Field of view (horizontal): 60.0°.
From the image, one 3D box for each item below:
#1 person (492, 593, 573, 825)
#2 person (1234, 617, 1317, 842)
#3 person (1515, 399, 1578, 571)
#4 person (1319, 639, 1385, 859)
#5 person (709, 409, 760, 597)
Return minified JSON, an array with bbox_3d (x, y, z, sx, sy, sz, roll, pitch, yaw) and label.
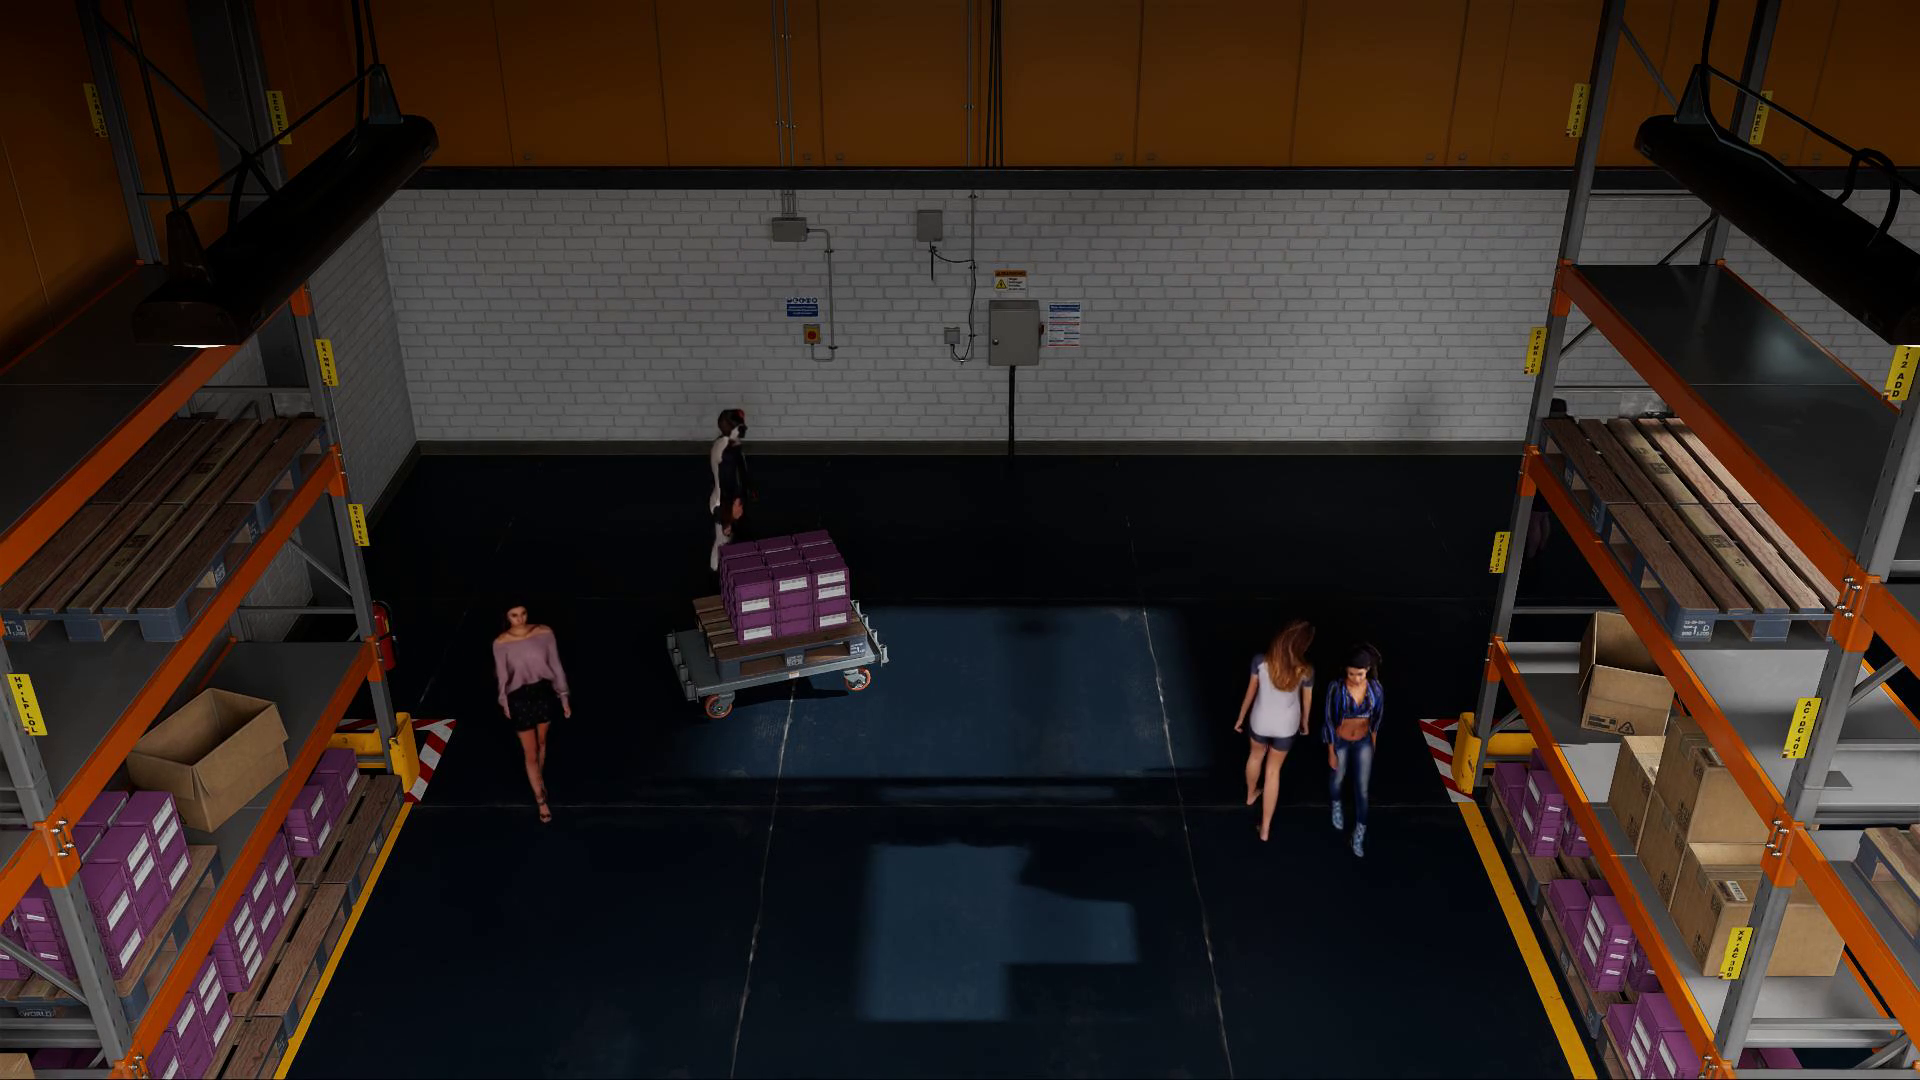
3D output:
[{"bbox_3d":[-3.089,1.127,11.909,0.815,1.790,0.894,-16,32,-27],"label":"person"},{"bbox_3d":[2.189,1.350,11.610,0.848,1.684,1.015,8,30,14],"label":"person"},{"bbox_3d":[5.274,-0.519,15.047,0.861,1.675,0.794,23,36,36],"label":"person"},{"bbox_3d":[2.702,1.374,11.651,0.617,1.604,0.785,-1,29,-1],"label":"person"},{"bbox_3d":[-2.079,-0.254,14.362,0.909,1.865,0.879,-9,30,-16],"label":"person"}]
